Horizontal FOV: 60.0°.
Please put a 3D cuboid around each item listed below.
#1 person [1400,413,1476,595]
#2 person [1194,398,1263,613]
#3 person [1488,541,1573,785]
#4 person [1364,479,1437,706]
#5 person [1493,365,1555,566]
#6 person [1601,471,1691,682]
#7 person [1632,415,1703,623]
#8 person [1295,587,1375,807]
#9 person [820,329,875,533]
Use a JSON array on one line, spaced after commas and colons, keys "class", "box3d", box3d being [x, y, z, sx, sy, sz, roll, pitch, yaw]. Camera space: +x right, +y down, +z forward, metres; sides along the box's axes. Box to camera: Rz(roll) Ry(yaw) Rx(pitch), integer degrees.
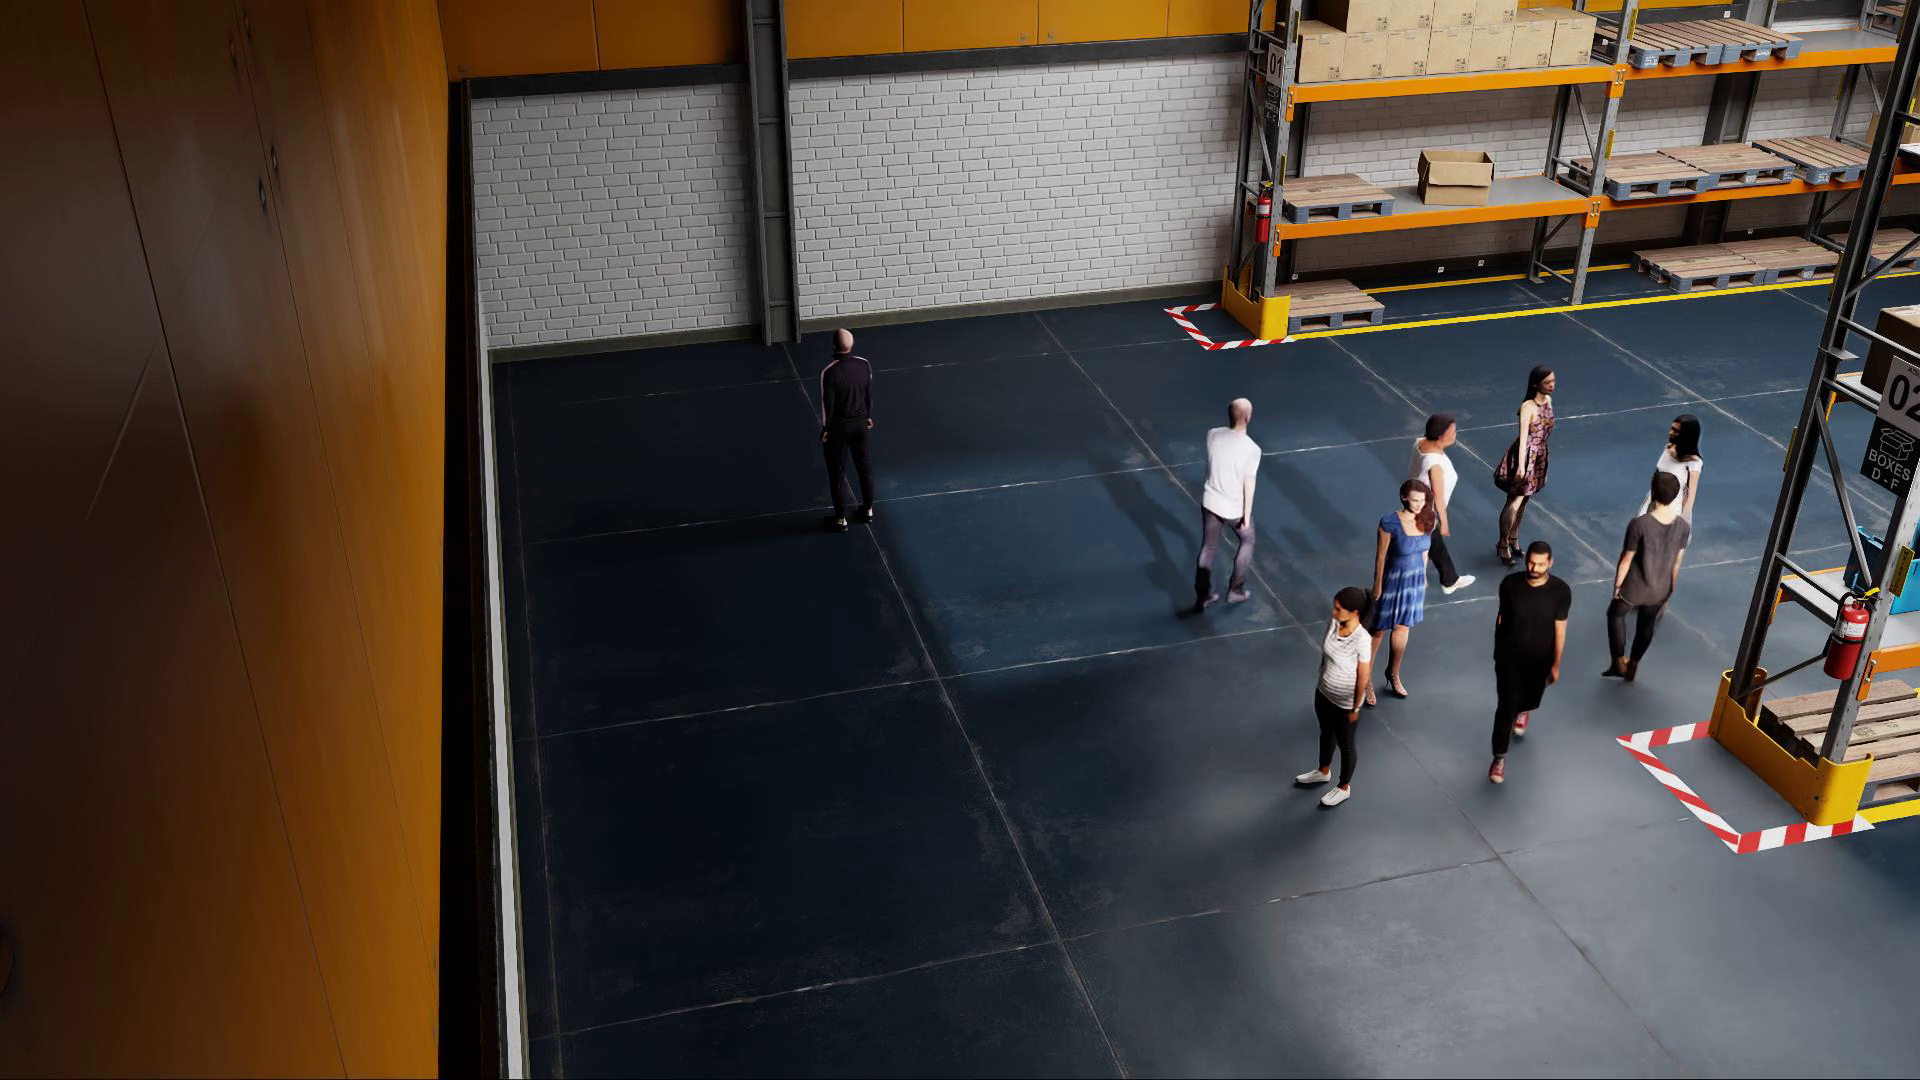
[{"class": "person", "box3d": [3.654, -0.227, 13.308, 1.144, 1.649, 0.888, 2, 29, 3]}, {"class": "person", "box3d": [2.049, -0.230, 13.143, 0.847, 1.812, 0.904, 20, 34, 32]}, {"class": "person", "box3d": [3.898, 0.762, 11.410, 1.144, 1.730, 1.081, 9, 30, 16]}, {"class": "person", "box3d": [3.184, 0.370, 12.050, 0.561, 1.805, 0.761, -12, 31, -21]}, {"class": "person", "box3d": [4.745, -0.634, 13.923, 0.856, 1.775, 0.776, 24, 37, 37]}, {"class": "person", "box3d": [5.067, 0.327, 12.234, 0.732, 1.706, 0.803, 3, 29, 5]}, {"class": "person", "box3d": [5.551, -0.170, 13.074, 0.608, 1.773, 0.629, -7, 29, -13]}, {"class": "person", "box3d": [2.535, 1.012, 11.042, 0.552, 1.643, 0.594, -12, 31, -20]}, {"class": "person", "box3d": [-0.981, -0.962, 14.460, 0.651, 1.836, 0.816, -19, 34, -31]}]
